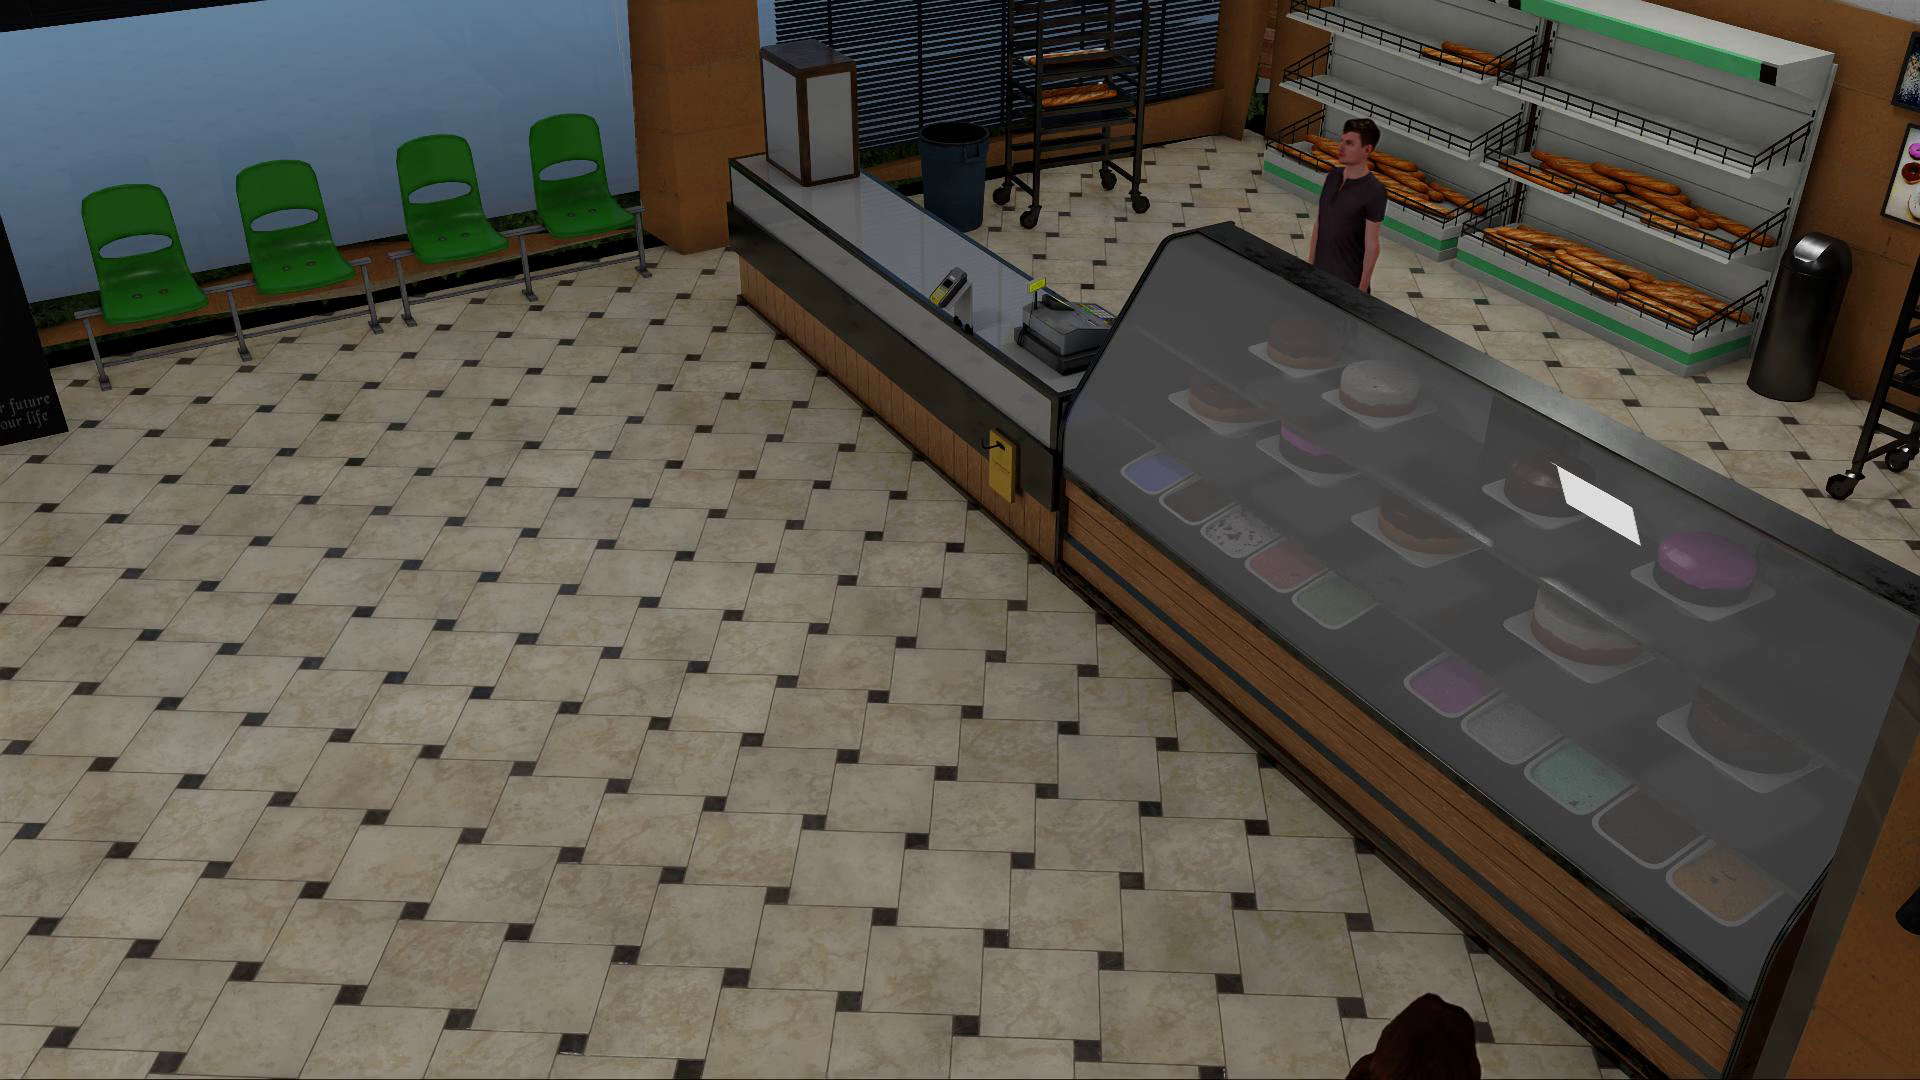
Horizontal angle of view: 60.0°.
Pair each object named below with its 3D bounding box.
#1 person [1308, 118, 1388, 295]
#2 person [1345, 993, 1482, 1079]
[{"bbox_3d":[2.143,-1.460,9.338,0.524,1.853,0.631,-17,36,-25],"label":"person"},{"bbox_3d":[1.034,1.825,4.107,0.689,1.801,0.693,16,35,24],"label":"person"}]
